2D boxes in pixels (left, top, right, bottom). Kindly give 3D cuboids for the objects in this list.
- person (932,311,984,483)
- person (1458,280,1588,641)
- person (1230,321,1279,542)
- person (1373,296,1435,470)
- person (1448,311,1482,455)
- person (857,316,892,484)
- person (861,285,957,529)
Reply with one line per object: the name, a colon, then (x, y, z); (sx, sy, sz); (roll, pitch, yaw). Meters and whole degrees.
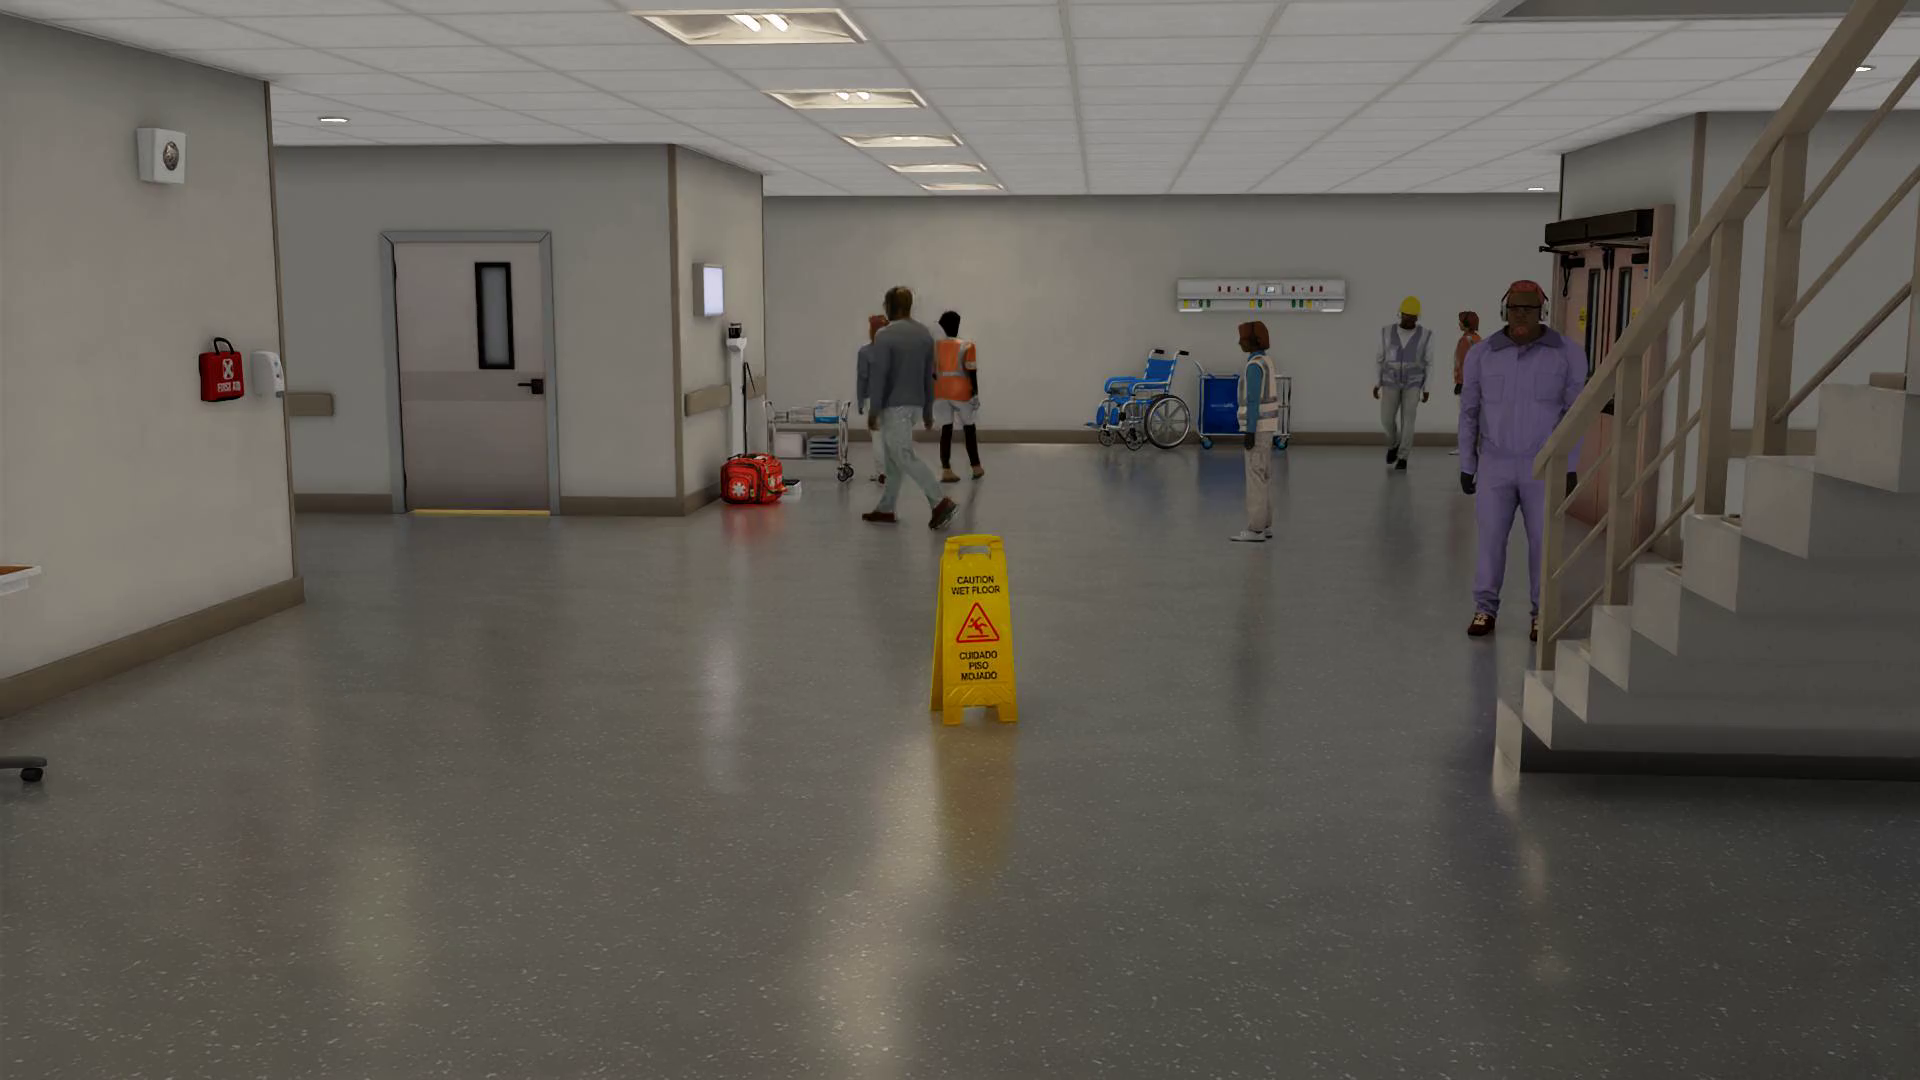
person: (-0.008, -1.402, 16.274); (0.589, 1.652, 0.744); (4, 9, 24)
person: (2.943, -0.412, 8.770); (0.637, 1.900, 0.397); (4, 9, 23)
person: (2.195, -0.801, 12.296); (0.316, 1.630, 0.525); (3, 9, 18)
person: (4.636, -1.640, 17.389); (0.605, 1.809, 0.433); (3, 9, 21)
person: (5.767, -1.779, 18.914); (0.309, 1.641, 0.513); (6, 10, 34)
person: (-0.768, -1.360, 16.110); (0.529, 1.614, 0.520); (-3, 9, -21)
person: (-0.396, -1.035, 13.003); (0.952, 1.911, 0.638); (6, 10, 35)
